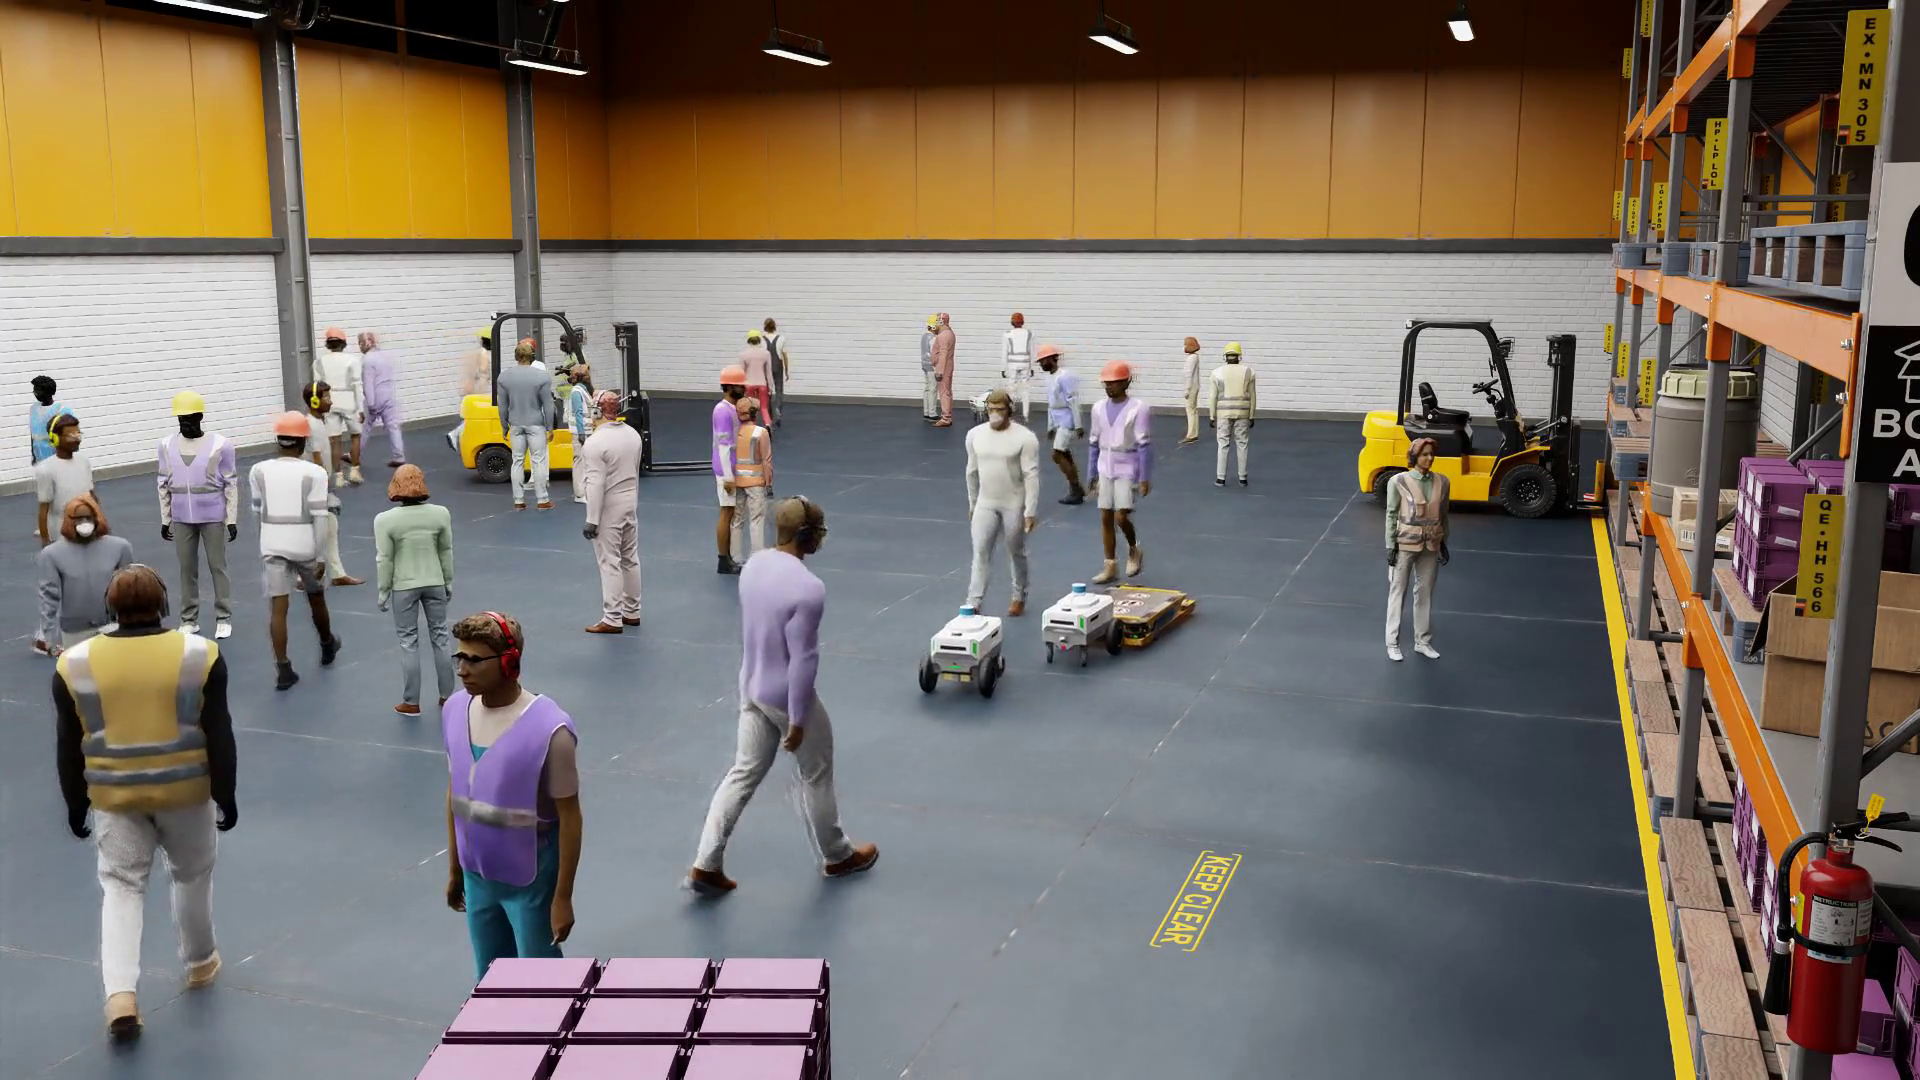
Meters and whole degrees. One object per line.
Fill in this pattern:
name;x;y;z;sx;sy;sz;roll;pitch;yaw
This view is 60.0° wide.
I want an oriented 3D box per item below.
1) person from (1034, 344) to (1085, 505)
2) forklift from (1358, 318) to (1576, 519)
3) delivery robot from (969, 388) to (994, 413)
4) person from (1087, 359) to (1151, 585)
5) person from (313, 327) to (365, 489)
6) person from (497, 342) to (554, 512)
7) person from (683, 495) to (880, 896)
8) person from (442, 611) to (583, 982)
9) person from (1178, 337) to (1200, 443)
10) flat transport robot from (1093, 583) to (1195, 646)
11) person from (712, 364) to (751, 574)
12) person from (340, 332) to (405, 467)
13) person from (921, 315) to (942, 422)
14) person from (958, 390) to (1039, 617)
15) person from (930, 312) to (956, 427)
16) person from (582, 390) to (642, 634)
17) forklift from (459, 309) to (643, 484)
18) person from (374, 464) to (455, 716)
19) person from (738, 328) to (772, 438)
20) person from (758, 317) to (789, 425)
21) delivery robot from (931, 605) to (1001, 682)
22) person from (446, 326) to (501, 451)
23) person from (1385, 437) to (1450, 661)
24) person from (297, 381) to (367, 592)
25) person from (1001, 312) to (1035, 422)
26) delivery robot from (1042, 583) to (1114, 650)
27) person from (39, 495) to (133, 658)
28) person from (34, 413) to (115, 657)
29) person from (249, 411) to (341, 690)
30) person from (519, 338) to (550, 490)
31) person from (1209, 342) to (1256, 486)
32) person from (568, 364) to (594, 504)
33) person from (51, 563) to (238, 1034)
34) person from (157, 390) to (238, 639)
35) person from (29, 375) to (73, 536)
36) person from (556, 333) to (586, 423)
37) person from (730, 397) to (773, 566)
person;1.174;-1.343;19.439;0.613;1.880;0.585;-2;10;-13
forklift;5.787;-1.437;19.079;2.313;2.155;1.214;3;11;19
delivery robot;0.527;-2.385;28.773;0.707;0.478;0.477;-4;11;-20
person;1.410;-0.604;14.855;0.648;2.028;0.462;8;13;39
person;-7.755;-1.655;20.831;0.633;2.006;0.651;0;10;-2
person;-4.932;-1.286;18.947;0.630;1.938;0.366;1;10;4
person;-0.857;0.739;7.743;0.977;1.906;0.655;-9;13;-40
person;-1.494;1.131;5.598;0.567;1.844;0.377;6;12;31
person;3.536;-2.304;25.557;0.298;1.634;0.503;3;11;17
flat transport robot;1.347;0.575;13.165;0.652;0.197;1.431;4;11;23
person;-2.096;-0.655;15.404;0.374;1.935;0.548;0;10;2
person;-8.043;-1.912;22.741;1.021;1.836;0.641;3;11;17
person;-0.461;-2.947;28.656;0.411;1.841;0.600;-3;11;-19
person;0.320;-0.255;13.301;0.649;1.878;1.035;4;11;19
person;-0.292;-2.850;27.847;0.409;1.907;0.650;2;10;10
person;-2.754;-0.221;13.042;0.402;1.911;0.638;4;11;22
forklift;-5.354;-1.902;21.697;2.313;2.155;1.214;-2;10;-13
person;-3.516;0.322;10.750;0.500;1.634;0.286;-7;12;-36
person;-3.143;-2.372;25.602;0.532;1.756;0.482;-4;11;-21
person;-3.144;-2.820;27.930;0.524;1.823;0.722;-1;10;-4
delivery robot;0.048;0.692;11.440;0.477;0.478;0.707;3;11;15
person;-6.947;-2.130;23.872;0.745;1.888;0.604;-6;12;-29
person;3.342;0.064;12.179;0.517;1.645;0.307;-3;10;-15
person;-5.607;-0.469;14.623;0.479;1.869;0.558;-3;10;-16
person;0.990;-2.957;28.516;0.591;1.880;0.373;-2;10;-8
delivery robot;0.866;0.562;12.177;0.477;0.478;0.707;4;11;23
person;-5.099;0.518;9.777;0.532;1.583;0.859;-6;12;-32
person;-6.455;-0.012;12.123;0.757;1.862;0.565;1;10;6
person;-4.655;0.038;11.673;0.551;1.872;1.019;-1;10;-6
person;-5.306;-1.562;20.653;0.356;1.886;0.574;2;10;10
person;3.422;-1.576;20.909;0.586;1.822;0.403;0;10;3
person;-4.455;-1.253;19.602;0.311;1.642;0.512;-1;10;-7
person;-3.168;0.986;6.514;0.642;1.818;0.825;-3;11;-18
person;-5.860;-0.188;12.796;0.586;1.928;0.369;-1;10;-4
person;-9.436;-0.868;17.283;0.530;1.693;0.321;3;10;16
person;-5.374;-2.013;23.371;0.738;1.822;0.632;-5;11;-24
person;-1.958;-0.501;15.381;0.523;1.636;0.310;5;11;26
